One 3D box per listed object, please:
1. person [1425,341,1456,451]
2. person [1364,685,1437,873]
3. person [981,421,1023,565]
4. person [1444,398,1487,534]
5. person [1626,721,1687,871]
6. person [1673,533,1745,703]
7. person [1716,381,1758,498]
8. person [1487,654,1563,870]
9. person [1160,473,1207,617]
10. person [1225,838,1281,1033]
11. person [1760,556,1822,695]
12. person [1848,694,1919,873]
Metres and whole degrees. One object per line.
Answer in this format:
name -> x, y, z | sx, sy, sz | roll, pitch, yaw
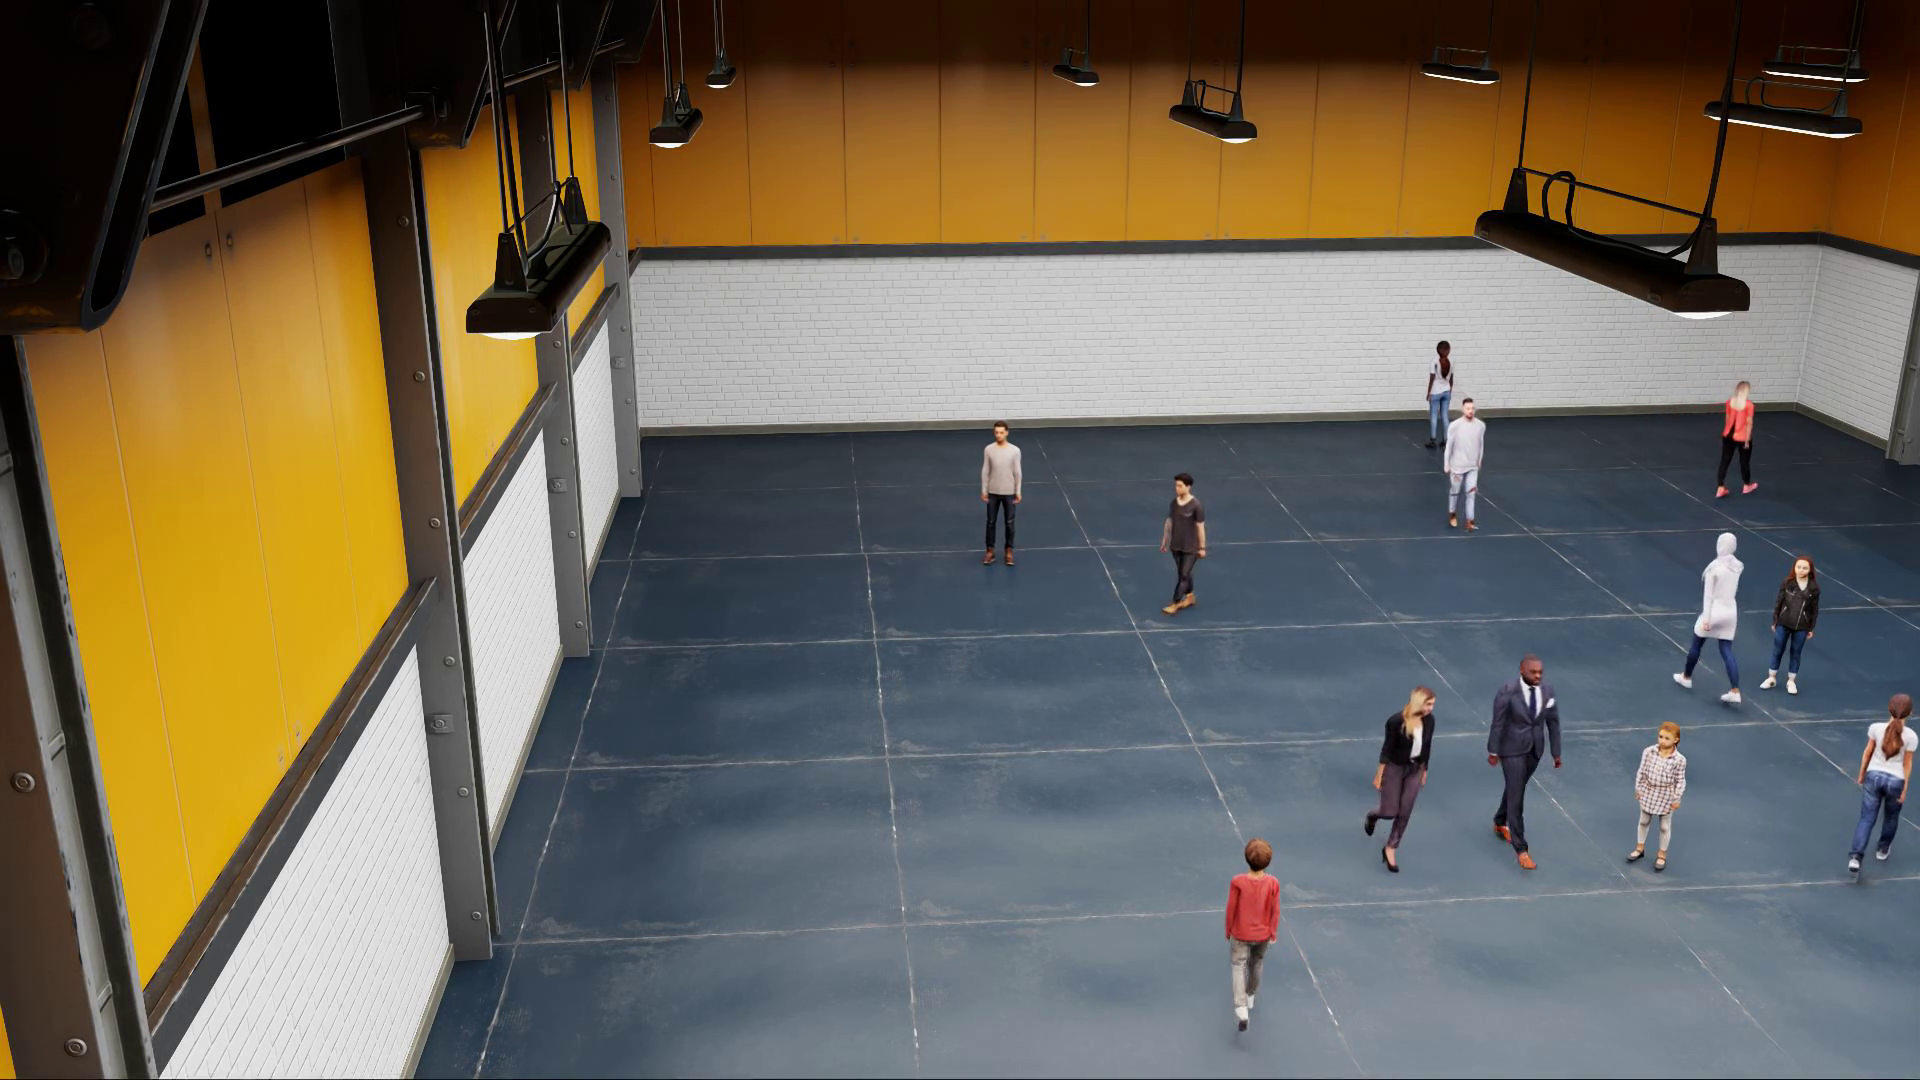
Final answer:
person -> 7.573, -2.295, 26.231 | 0.619, 1.720, 0.562 | -5, 19, -14
person -> 3.616, 1.935, 13.793 | 0.749, 1.640, 0.851 | -4, 19, -11
person -> 0.527, -0.606, 20.985 | 0.701, 1.866, 0.616 | 2, 19, 6
person -> 6.738, -1.029, 22.344 | 0.773, 1.800, 1.102 | 0, 19, 0
person -> 5.820, 2.096, 13.834 | 0.598, 1.310, 0.660 | 15, 24, 38
person -> 7.787, 0.827, 16.929 | 0.663, 1.739, 1.090 | -4, 19, -11
person -> 11.015, -1.421, 23.708 | 0.941, 1.672, 0.976 | -11, 22, -30
person -> 4.691, 1.765, 14.061 | 0.822, 1.791, 1.137 | -5, 19, -15
person -> 2.680, 0.026, 19.391 | 1.038, 1.685, 1.027 | -16, 24, -40
person -> 2.051, 2.775, 11.681 | 0.602, 1.397, 0.894 | 1, 19, 4
person -> 8.640, 0.858, 17.238 | 0.643, 1.483, 0.675 | 11, 21, 29
person -> 7.590, 2.031, 13.686 | 1.011, 1.526, 1.050 | 15, 24, 37
